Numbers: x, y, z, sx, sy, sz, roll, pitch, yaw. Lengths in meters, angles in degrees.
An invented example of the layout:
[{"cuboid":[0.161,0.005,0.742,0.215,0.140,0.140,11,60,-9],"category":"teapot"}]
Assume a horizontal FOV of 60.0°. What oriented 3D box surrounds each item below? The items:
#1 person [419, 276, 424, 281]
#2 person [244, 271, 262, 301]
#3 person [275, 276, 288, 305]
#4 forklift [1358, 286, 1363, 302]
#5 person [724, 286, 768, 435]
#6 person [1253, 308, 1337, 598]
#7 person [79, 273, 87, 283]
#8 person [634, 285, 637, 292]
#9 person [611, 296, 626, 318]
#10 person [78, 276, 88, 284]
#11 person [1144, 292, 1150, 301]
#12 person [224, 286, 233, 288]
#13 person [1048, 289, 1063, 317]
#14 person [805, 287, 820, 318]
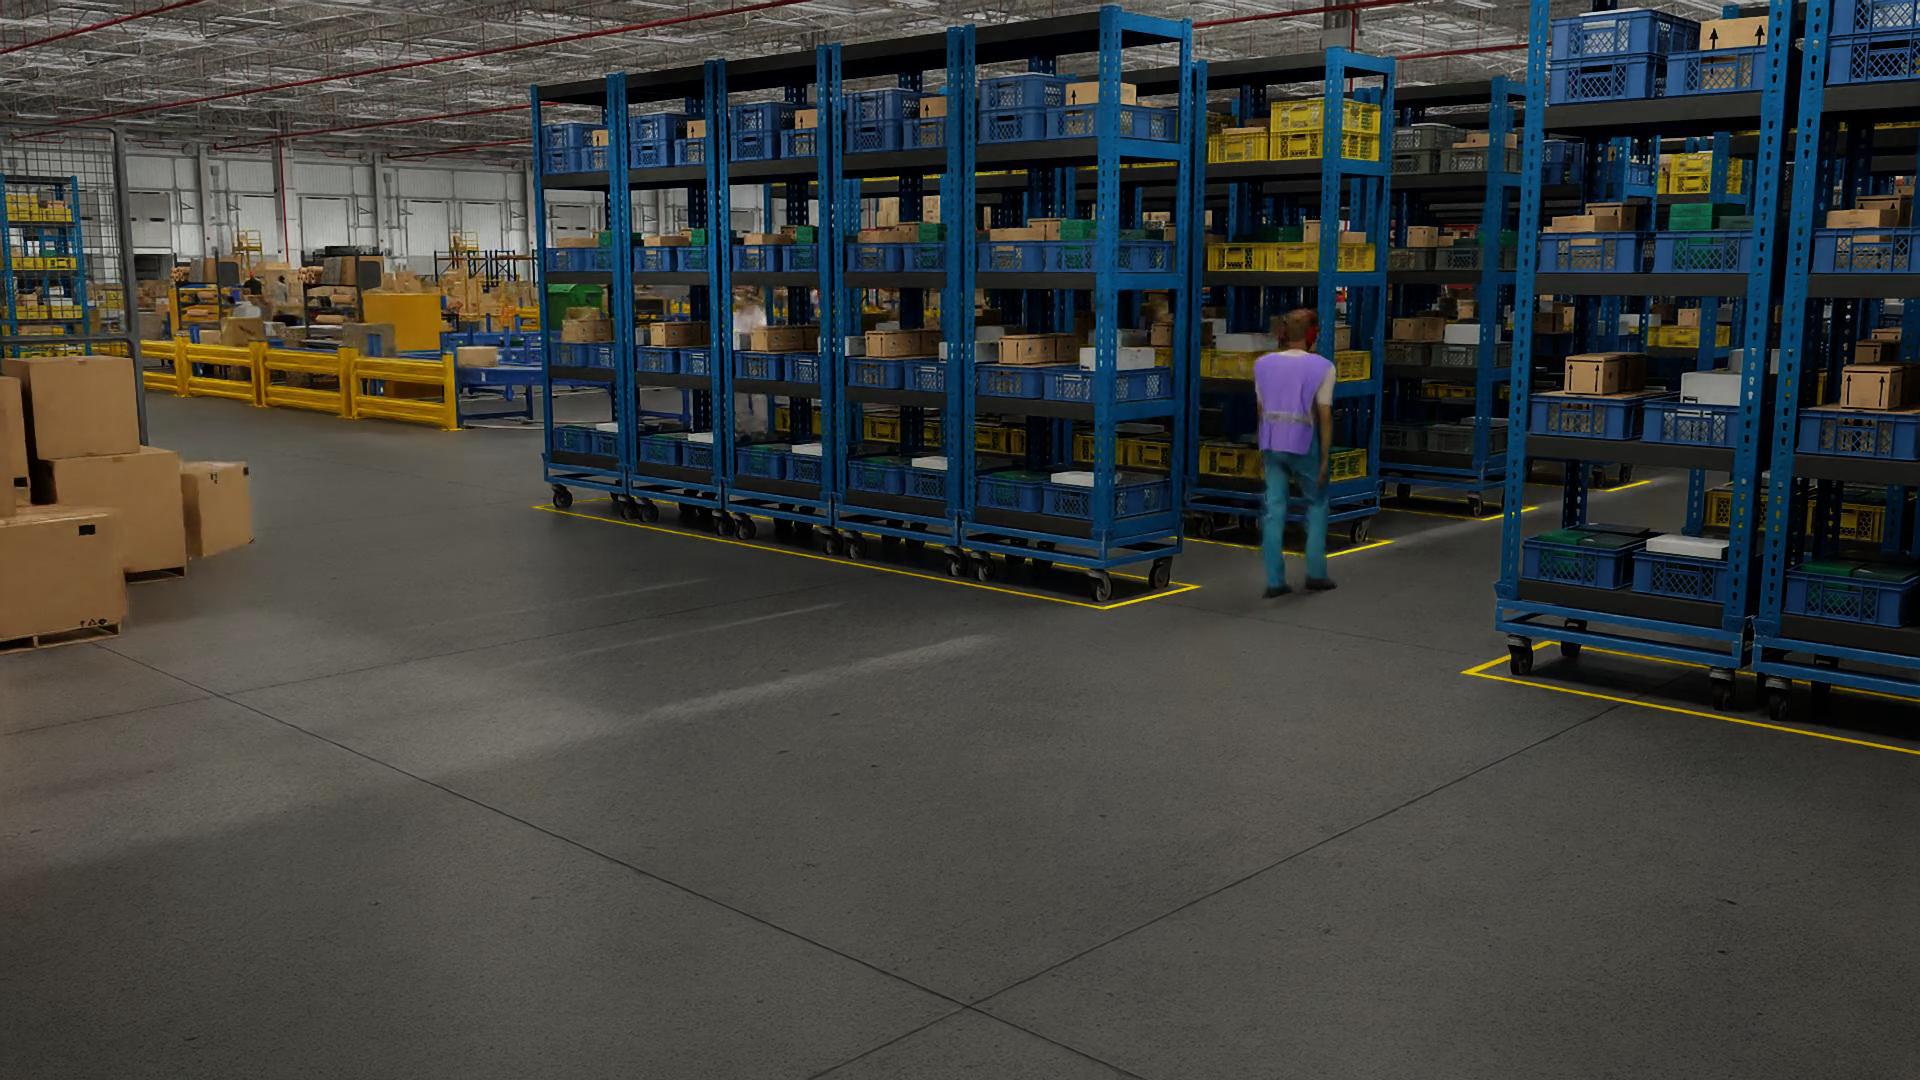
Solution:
[{"cuboid":[-25.187,-11.502,78.049,0.867,1.702,0.507,-2,9,-9],"category":"person"},{"cuboid":[-26.890,-9.239,63.296,0.612,1.994,0.394,-3,10,-18],"category":"person"},{"cuboid":[-24.117,-8.477,59.218,0.483,1.806,1.031,1,9,4],"category":"person"},{"cuboid":[11.100,-7.017,46.970,1.873,2.768,1.129,9,13,43],"category":"forklift"},{"cuboid":[-2.626,-2.129,20.041,0.684,1.883,0.690,-8,12,-41],"category":"person"},{"cuboid":[2.161,-0.554,10.593,0.569,1.822,0.708,6,11,34],"category":"person"},{"cuboid":[-39.927,-11.202,75.604,0.767,1.914,0.647,-2,9,-11],"category":"person"},{"cuboid":[-12.658,-9.247,63.592,0.770,1.910,0.585,-7,12,-36],"category":"person"},{"cuboid":[-8.305,-5.447,40.819,0.583,1.737,0.549,0,9,-3],"category":"person"},{"cuboid":[-39.204,-10.933,74.220,0.788,1.815,0.650,-8,12,-41],"category":"person"},{"cuboid":[7.031,-9.023,62.891,0.317,1.696,0.539,1,9,4],"category":"person"},{"cuboid":[-29.034,-9.519,65.908,0.522,1.719,0.928,-9,13,-43],"category":"person"},{"cuboid":[1.423,-2.987,25.460,0.597,1.831,0.403,1,9,7],"category":"person"},{"cuboid":[-4.164,-6.549,47.401,0.813,1.801,0.600,9,13,43],"category":"person"}]
